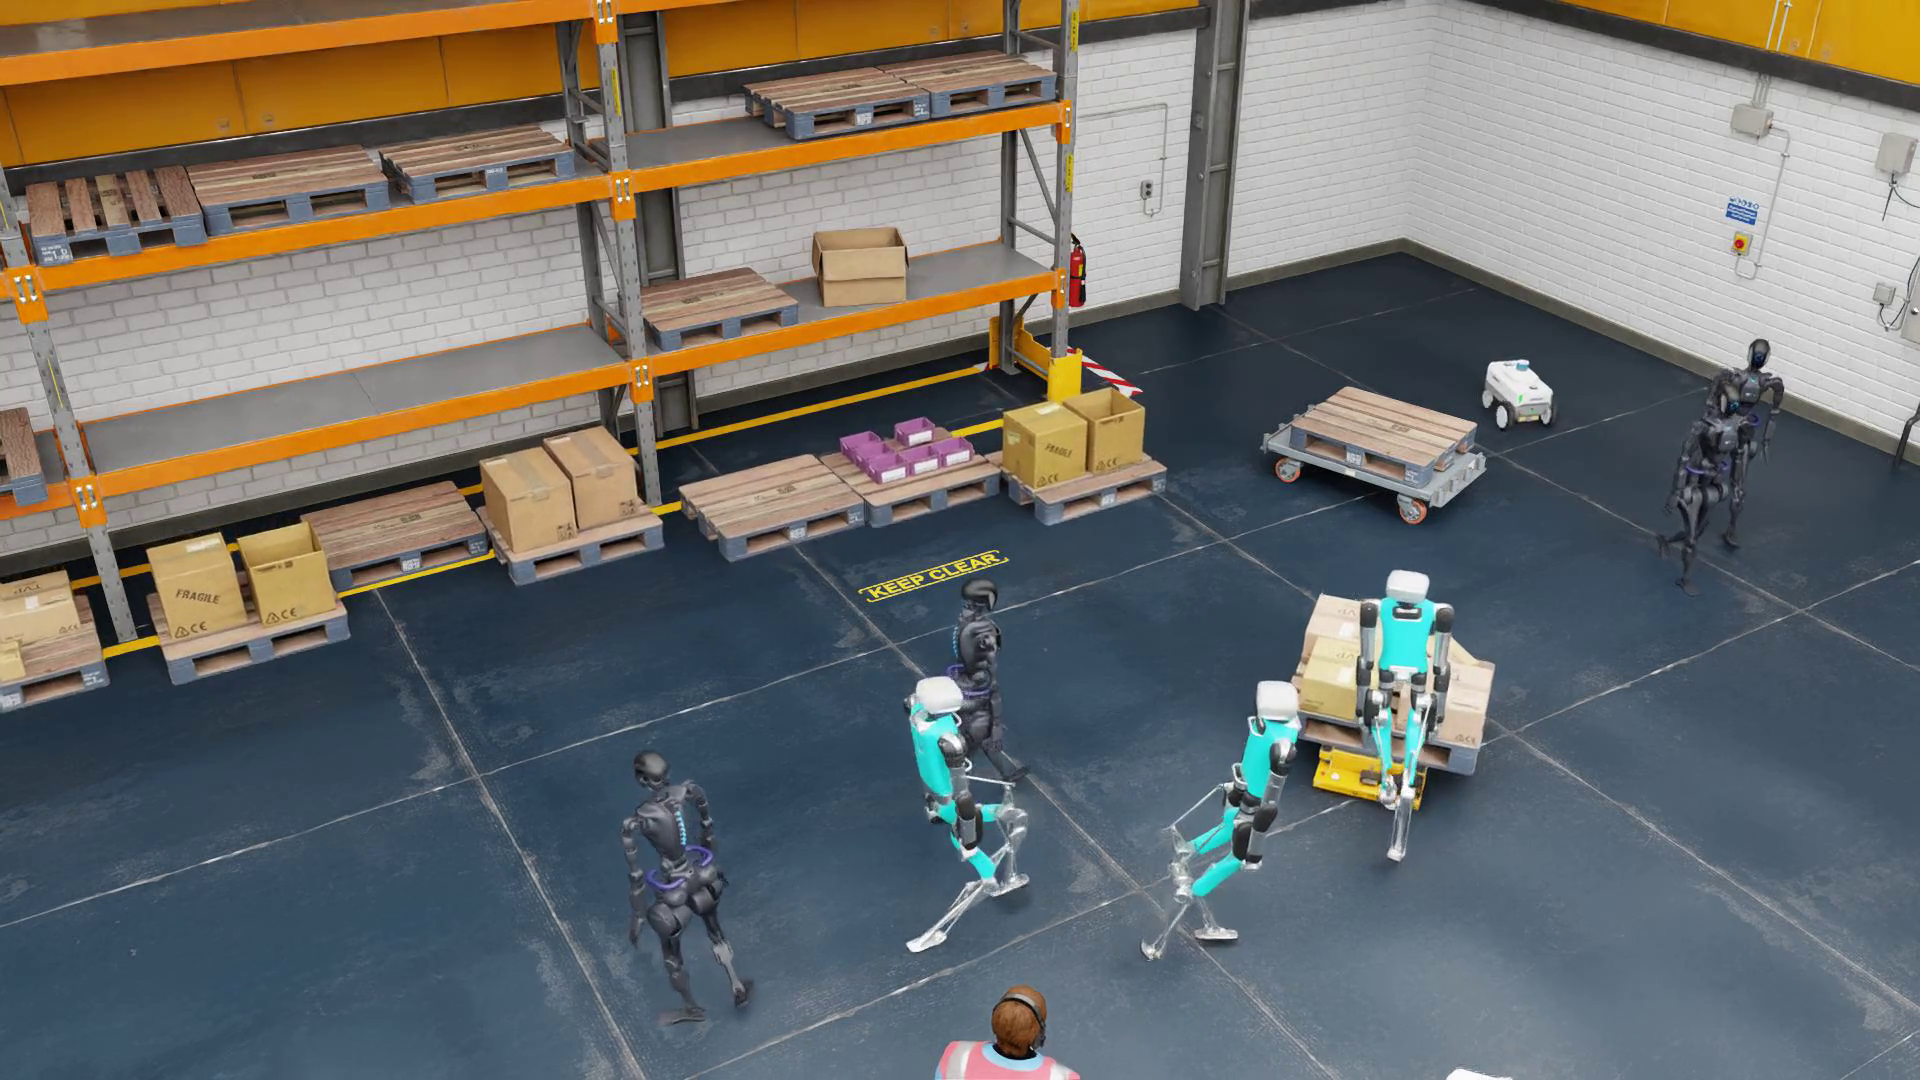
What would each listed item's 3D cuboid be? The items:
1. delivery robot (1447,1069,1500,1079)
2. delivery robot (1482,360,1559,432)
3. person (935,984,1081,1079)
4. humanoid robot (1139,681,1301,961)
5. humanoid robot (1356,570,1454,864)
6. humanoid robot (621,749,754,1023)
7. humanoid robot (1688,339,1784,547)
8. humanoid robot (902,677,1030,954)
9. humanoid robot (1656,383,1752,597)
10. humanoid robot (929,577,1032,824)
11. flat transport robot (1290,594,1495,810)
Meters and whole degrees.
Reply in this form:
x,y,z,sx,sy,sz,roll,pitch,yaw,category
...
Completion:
x,y,z,sx,sy,sz,roll,pitch,yaw,category
2.362,2.844,7.657,0.499,0.602,0.795,10,31,18,delivery robot
5.051,-1.326,15.042,0.499,0.606,0.807,-4,30,-8,delivery robot
0.213,2.565,6.851,0.630,1.837,0.431,8,31,15,person
1.306,1.560,8.807,0.834,1.875,0.547,-1,29,-1,humanoid robot
2.513,1.103,9.591,0.579,1.760,1.074,7,30,12,humanoid robot
-1.381,1.779,8.403,0.471,1.645,0.615,22,36,34,humanoid robot
6.019,-0.781,12.937,0.594,1.635,0.658,7,30,13,humanoid robot
0.149,1.431,9.004,1.015,1.763,0.531,-15,33,-24,humanoid robot
5.486,-0.435,12.361,0.608,1.654,0.719,-7,30,-13,humanoid robot
0.139,0.938,9.905,0.741,1.628,0.599,-11,31,-18,humanoid robot
2.765,1.213,10.826,0.659,0.231,1.431,11,31,19,flat transport robot
